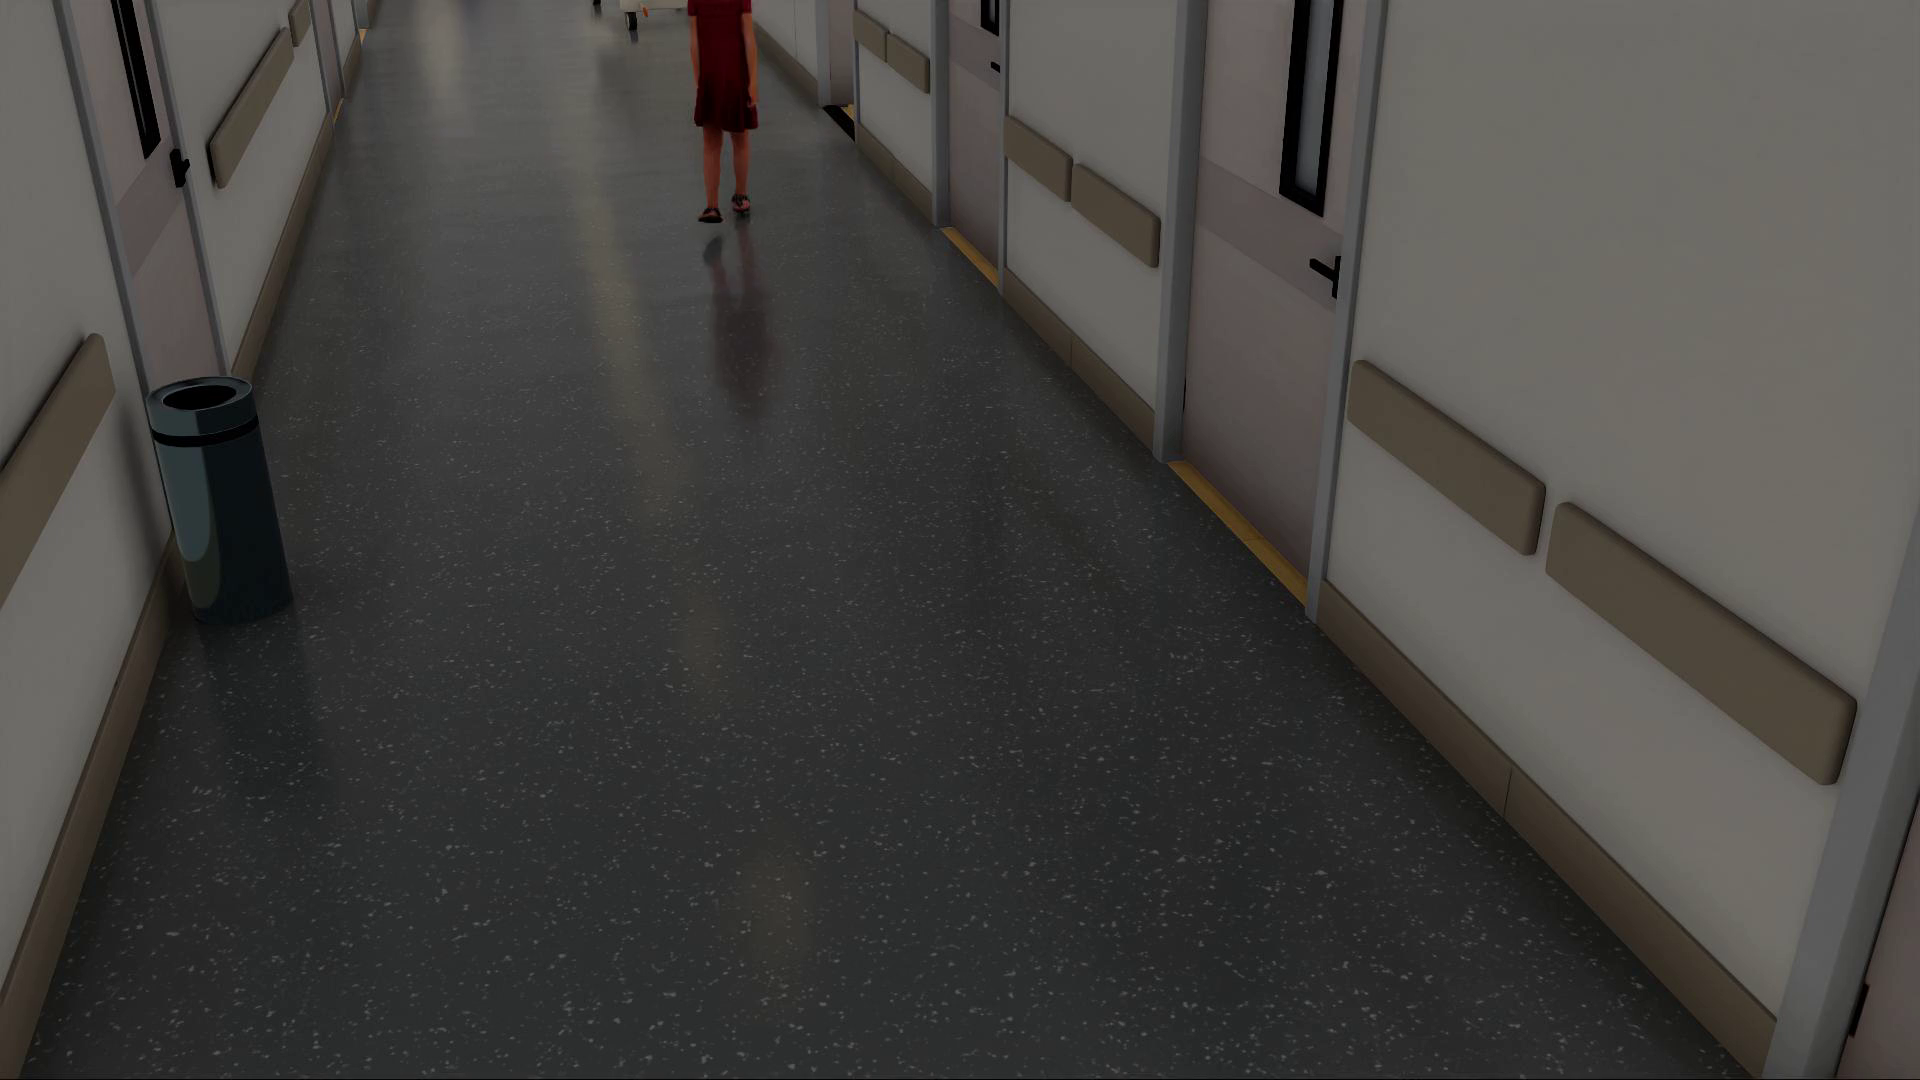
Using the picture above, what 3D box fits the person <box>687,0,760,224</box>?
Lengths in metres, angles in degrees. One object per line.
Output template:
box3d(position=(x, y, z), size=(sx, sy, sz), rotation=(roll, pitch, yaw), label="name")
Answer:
box3d(position=(-1.292, -2.568, 9.308), size=(0.961, 1.518, 0.779), rotation=(0, 26, 0), label="person")
